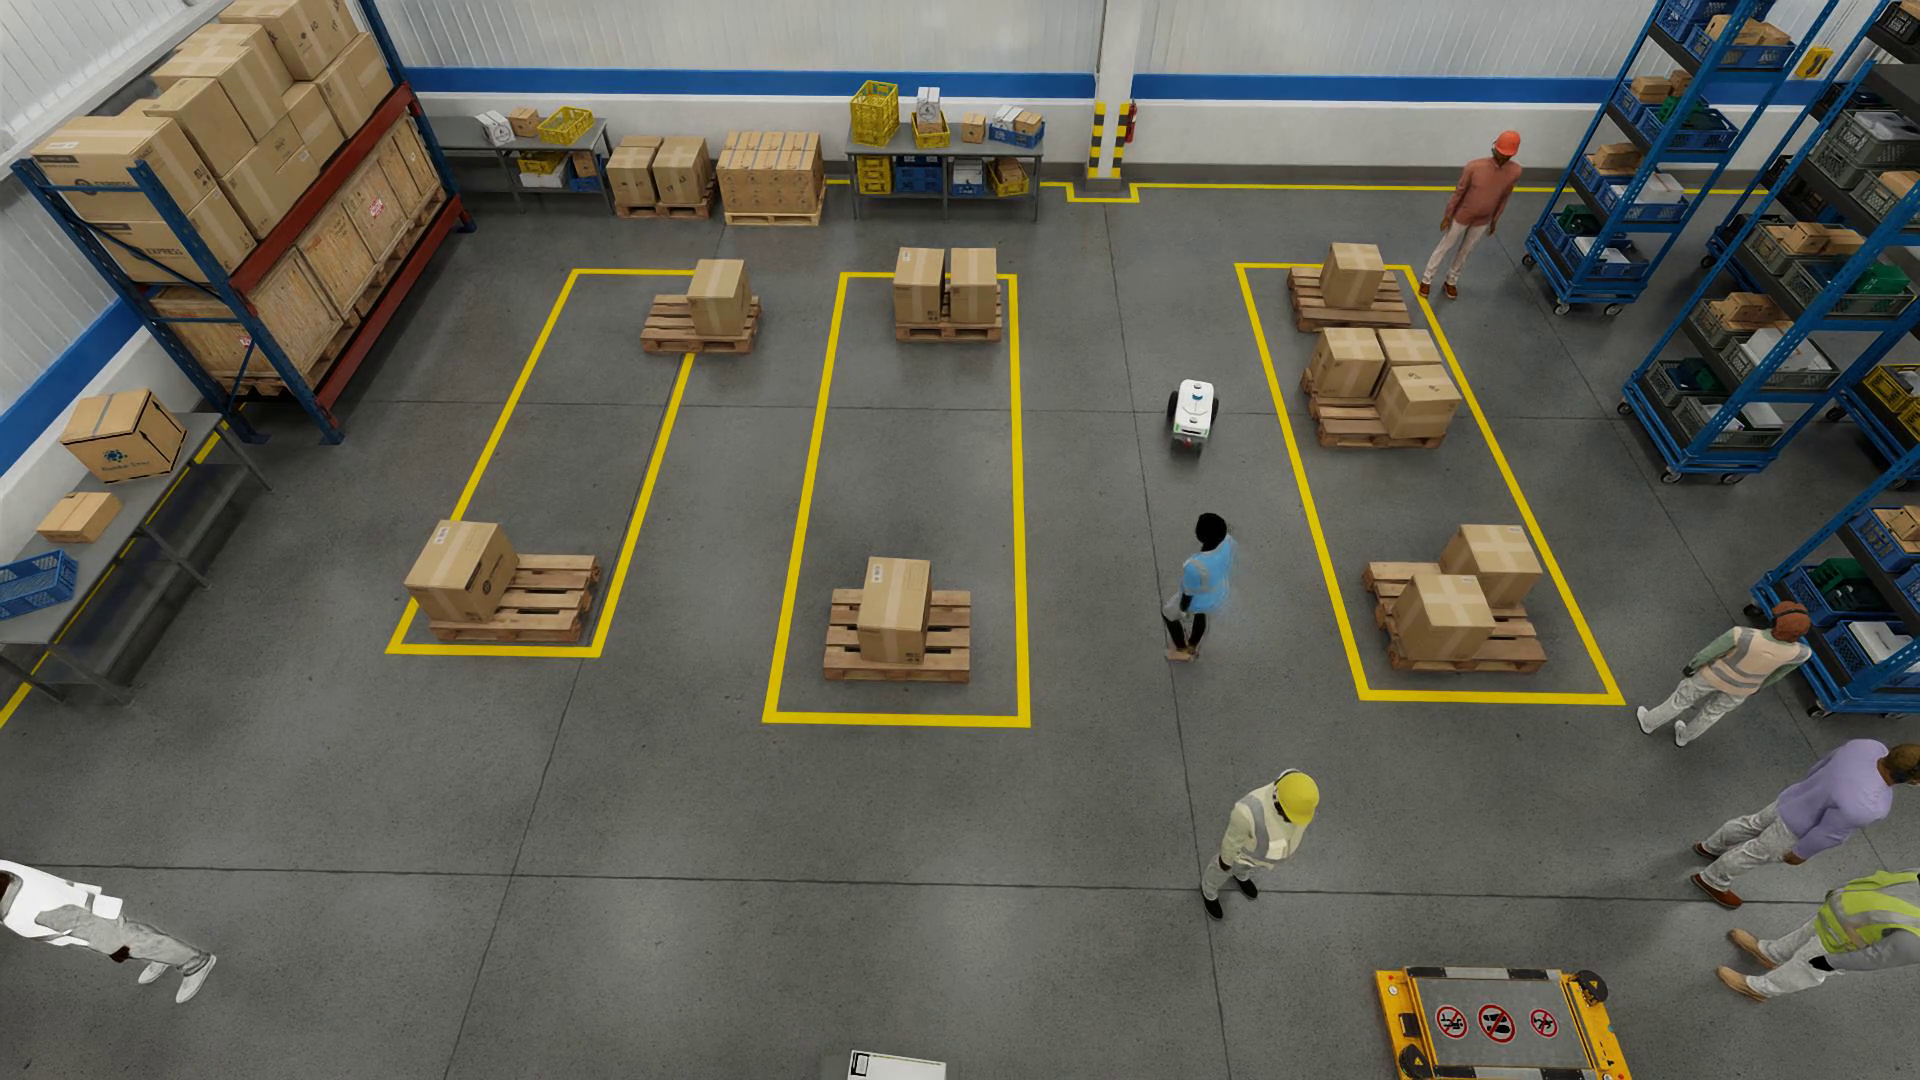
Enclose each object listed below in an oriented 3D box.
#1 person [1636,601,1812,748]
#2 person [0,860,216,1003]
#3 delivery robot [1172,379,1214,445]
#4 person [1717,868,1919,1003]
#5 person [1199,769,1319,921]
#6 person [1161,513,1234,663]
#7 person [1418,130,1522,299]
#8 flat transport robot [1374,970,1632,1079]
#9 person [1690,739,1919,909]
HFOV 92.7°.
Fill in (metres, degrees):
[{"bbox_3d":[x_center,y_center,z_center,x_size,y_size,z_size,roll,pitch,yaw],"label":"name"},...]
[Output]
[{"bbox_3d":[5.647,1.020,6.765,0.514,1.634,0.313,20,54,15],"label":"person"},{"bbox_3d":[-5.278,2.315,5.524,0.594,1.921,0.388,18,53,14],"label":"person"},{"bbox_3d":[2.371,-1.310,9.296,0.477,0.478,0.707,11,52,9],"label":"delivery robot"},{"bbox_3d":[5.368,2.361,5.538,0.429,1.844,0.627,37,60,26],"label":"person"},{"bbox_3d":[1.925,1.942,5.890,0.586,1.825,0.404,-19,53,-15],"label":"person"},{"bbox_3d":[1.871,0.399,7.239,0.547,1.686,0.368,-34,58,-24],"label":"person"},{"bbox_3d":[5.773,-3.642,10.333,0.622,1.994,0.381,4,51,4],"label":"person"},{"bbox_3d":[3.501,3.133,5.914,1.431,0.197,0.652,1,51,1],"label":"flat transport robot"},{"bbox_3d":[5.470,1.808,5.926,0.369,1.939,0.631,27,56,20],"label":"person"}]
